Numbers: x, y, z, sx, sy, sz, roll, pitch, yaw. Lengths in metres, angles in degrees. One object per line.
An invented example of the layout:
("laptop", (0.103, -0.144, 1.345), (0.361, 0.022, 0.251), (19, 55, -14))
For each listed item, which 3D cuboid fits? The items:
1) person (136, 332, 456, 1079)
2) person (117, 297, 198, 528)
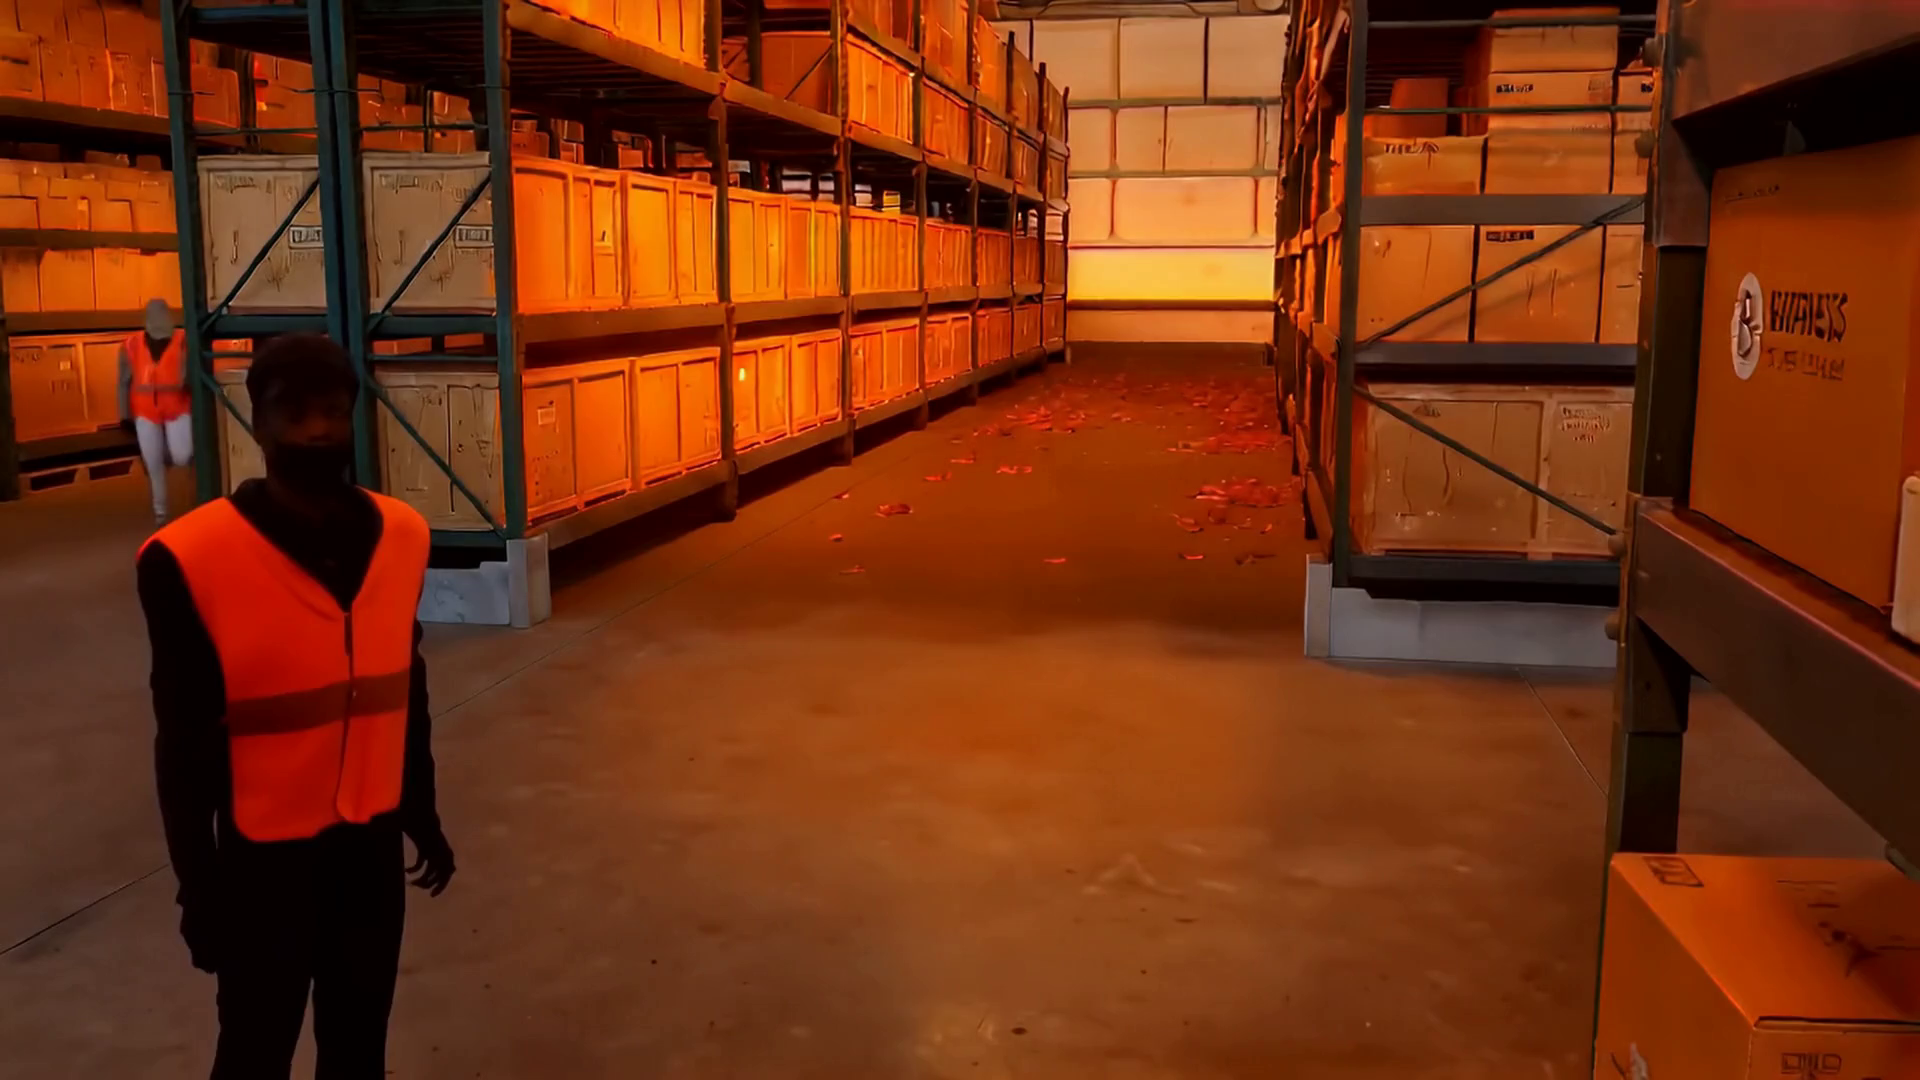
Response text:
("person", (-1.240, 0.565, 3.176), (0.393, 1.913, 0.590), (6, 11, 31))
("person", (-6.290, -1.001, 13.169), (0.649, 1.825, 0.435), (-2, 9, -11))
